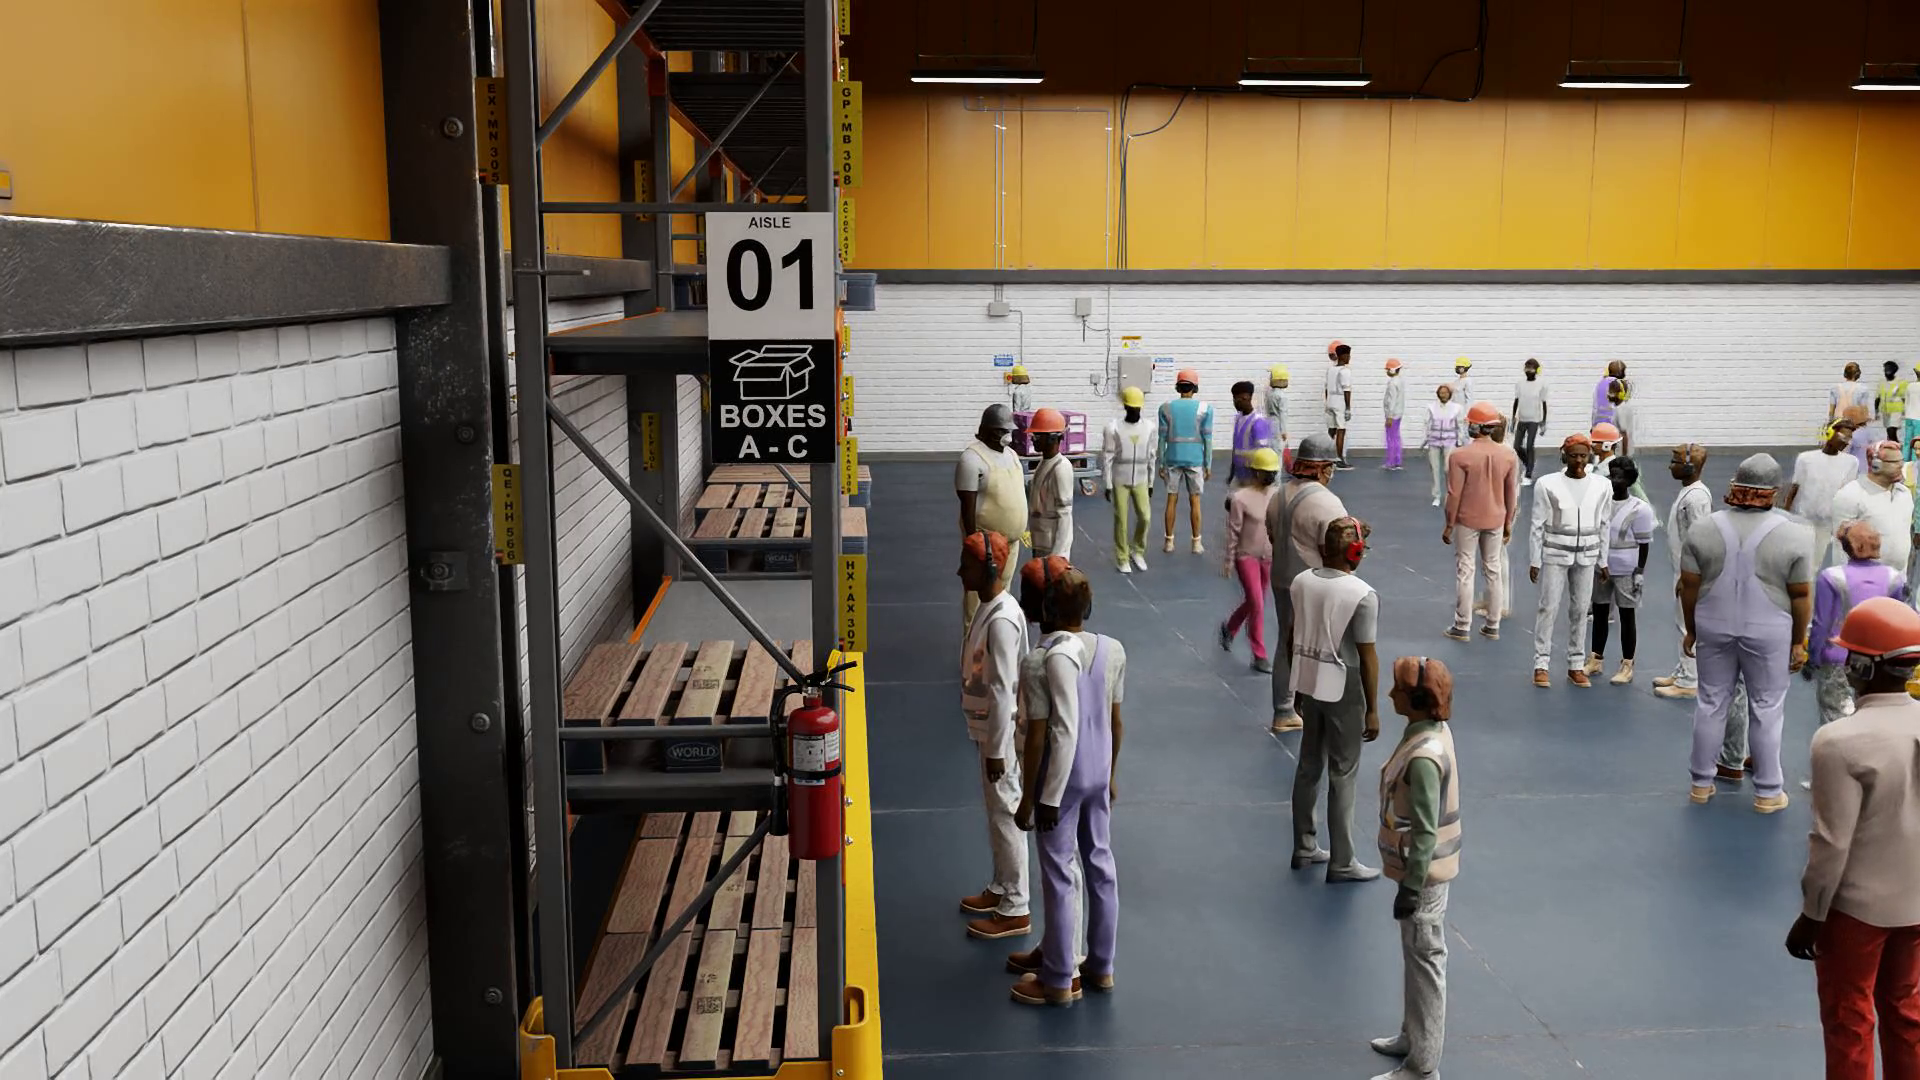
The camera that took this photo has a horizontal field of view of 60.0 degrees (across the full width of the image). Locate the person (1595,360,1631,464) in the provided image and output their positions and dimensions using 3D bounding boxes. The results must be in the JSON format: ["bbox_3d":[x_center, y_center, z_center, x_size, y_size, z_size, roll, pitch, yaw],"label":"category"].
[{"bbox_3d":[9.224,-1.616,23.492,0.429,1.842,0.633,-2,9,-12],"label":"person"}]

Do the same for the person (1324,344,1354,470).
[{"bbox_3d":[5.926,-2.080,26.011,0.370,1.965,0.608,-3,10,-20],"label":"person"}]

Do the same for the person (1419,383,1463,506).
[{"bbox_3d":[6.287,-1.232,21.759,0.524,1.625,0.462,4,10,24],"label":"person"}]

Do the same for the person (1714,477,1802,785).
[{"bbox_3d":[4.710,0.492,9.944,0.632,1.939,0.359,-3,10,-19],"label":"person"}]

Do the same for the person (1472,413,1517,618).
[{"bbox_3d":[4.691,-0.215,14.782,0.540,1.826,0.500,2,9,14],"label":"person"}]

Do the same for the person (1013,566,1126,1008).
[{"bbox_3d":[0.453,1.020,6.923,0.505,1.847,0.349,-6,11,-32],"label":"person"}]

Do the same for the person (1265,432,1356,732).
[{"bbox_3d":[2.313,0.299,10.842,0.535,2.000,0.681,-4,10,-23],"label":"person"}]

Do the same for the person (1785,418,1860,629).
[{"bbox_3d":[7.322,-0.130,14.192,0.559,1.833,0.516,1,9,4],"label":"person"}]

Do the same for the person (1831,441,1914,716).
[{"bbox_3d":[6.306,0.265,11.473,0.651,1.907,0.409,-3,10,-20],"label":"person"}]

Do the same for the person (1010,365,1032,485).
[{"bbox_3d":[0.882,-1.671,24.181,0.342,1.735,0.483,4,10,25],"label":"person"}]

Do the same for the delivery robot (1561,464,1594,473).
[{"bbox_3d":[8.434,-0.898,22.711,0.477,0.478,0.707,5,10,29],"label":"delivery robot"}]

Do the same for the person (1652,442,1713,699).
[{"bbox_3d":[5.211,0.219,11.951,0.328,1.844,0.514,4,10,23],"label":"person"}]

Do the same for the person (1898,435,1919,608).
[{"bbox_3d":[8.590,-0.138,14.869,0.315,1.631,0.523,-6,11,-35],"label":"person"}]

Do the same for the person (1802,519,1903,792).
[{"bbox_3d":[5.164,0.699,9.622,0.527,1.644,0.309,-1,9,-5],"label":"person"}]

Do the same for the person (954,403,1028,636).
[{"bbox_3d":[0.292,-0.093,13.301,0.536,2.000,0.683,8,12,42],"label":"person"}]

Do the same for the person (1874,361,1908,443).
[{"bbox_3d":[15.121,-2.081,27.046,0.730,1.647,0.542,-4,10,-21],"label":"person"}]

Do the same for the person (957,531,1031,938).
[{"bbox_3d":[0.162,0.886,7.689,0.355,1.876,0.573,-1,9,-5],"label":"person"}]

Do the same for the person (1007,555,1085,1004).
[{"bbox_3d":[0.381,0.991,6.983,0.355,1.886,0.575,0,9,0],"label":"person"}]

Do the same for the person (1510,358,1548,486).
[{"bbox_3d":[8.247,-1.715,24.078,0.533,1.852,0.482,8,12,42],"label":"person"}]

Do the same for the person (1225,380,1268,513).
[{"bbox_3d":[3.031,-0.709,17.471,0.381,1.940,0.728,-2,9,-15],"label":"person"}]

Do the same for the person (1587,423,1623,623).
[{"bbox_3d":[5.611,-0.152,14.564,0.331,1.753,0.561,2,9,12],"label":"person"}]

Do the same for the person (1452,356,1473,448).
[{"bbox_3d":[7.856,-1.997,26.108,0.301,1.772,0.525,-2,9,-10],"label":"person"}]

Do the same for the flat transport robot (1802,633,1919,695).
[{"bbox_3d":[7.011,0.910,12.539,0.652,0.197,1.431,-3,9,-16],"label":"flat transport robot"}]

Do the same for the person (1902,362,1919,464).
[{"bbox_3d":[14.249,-1.774,24.717,0.315,1.769,0.524,-1,9,-4],"label":"person"}]

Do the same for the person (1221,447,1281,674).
[{"bbox_3d":[2.256,0.120,12.939,0.533,1.737,0.797,-4,10,-24],"label":"person"}]

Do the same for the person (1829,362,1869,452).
[{"bbox_3d":[12.248,-1.530,22.937,0.345,1.846,0.508,-8,12,-42],"label":"person"}]

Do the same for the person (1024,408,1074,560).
[{"bbox_3d":[0.662,0.022,12.573,0.371,2.044,0.607,-2,9,-13],"label":"person"}]

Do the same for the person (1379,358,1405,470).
[{"bbox_3d":[6.748,-1.968,25.986,0.341,1.750,0.575,5,10,28],"label":"person"}]

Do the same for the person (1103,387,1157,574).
[{"bbox_3d":[1.729,-0.601,16.893,0.589,1.910,0.444,-2,9,-11],"label":"person"}]

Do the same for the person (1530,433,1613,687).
[{"bbox_3d":[4.486,0.154,12.240,0.585,1.882,0.337,0,9,2],"label":"person"}]

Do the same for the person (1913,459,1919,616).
[{"bbox_3d":[8.070,-0.068,13.483,0.627,1.934,0.371,3,10,20],"label":"person"}]

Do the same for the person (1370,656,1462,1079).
[{"bbox_3d":[1.707,1.235,6.211,0.312,1.642,0.512,3,9,17],"label":"person"}]

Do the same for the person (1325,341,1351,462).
[{"bbox_3d":[6.136,-2.242,27.014,0.434,1.978,0.663,4,10,24],"label":"person"}]

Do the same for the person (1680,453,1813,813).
[{"bbox_3d":[4.487,0.513,9.492,0.684,2.000,0.535,7,11,38],"label":"person"}]

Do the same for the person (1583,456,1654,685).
[{"bbox_3d":[4.875,0.224,12.381,0.319,1.699,0.532,-6,11,-34],"label":"person"}]

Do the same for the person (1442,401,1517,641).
[{"bbox_3d":[4.306,-0.153,13.808,0.624,1.995,0.369,-2,9,-10],"label":"person"}]

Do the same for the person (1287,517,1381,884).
[{"bbox_3d":[1.867,0.796,8.345,0.383,1.837,0.570,-6,11,-31],"label":"person"}]

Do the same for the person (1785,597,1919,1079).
[{"bbox_3d":[2.985,1.174,5.484,0.612,1.994,0.394,-4,10,-22],"label":"person"}]

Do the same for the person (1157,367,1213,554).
[{"bbox_3d":[2.457,-0.863,18.175,0.604,2.034,0.419,3,9,16],"label":"person"}]

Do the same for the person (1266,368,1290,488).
[{"bbox_3d":[4.450,-1.534,23.275,0.309,1.744,0.485,-2,9,-15],"label":"person"}]
